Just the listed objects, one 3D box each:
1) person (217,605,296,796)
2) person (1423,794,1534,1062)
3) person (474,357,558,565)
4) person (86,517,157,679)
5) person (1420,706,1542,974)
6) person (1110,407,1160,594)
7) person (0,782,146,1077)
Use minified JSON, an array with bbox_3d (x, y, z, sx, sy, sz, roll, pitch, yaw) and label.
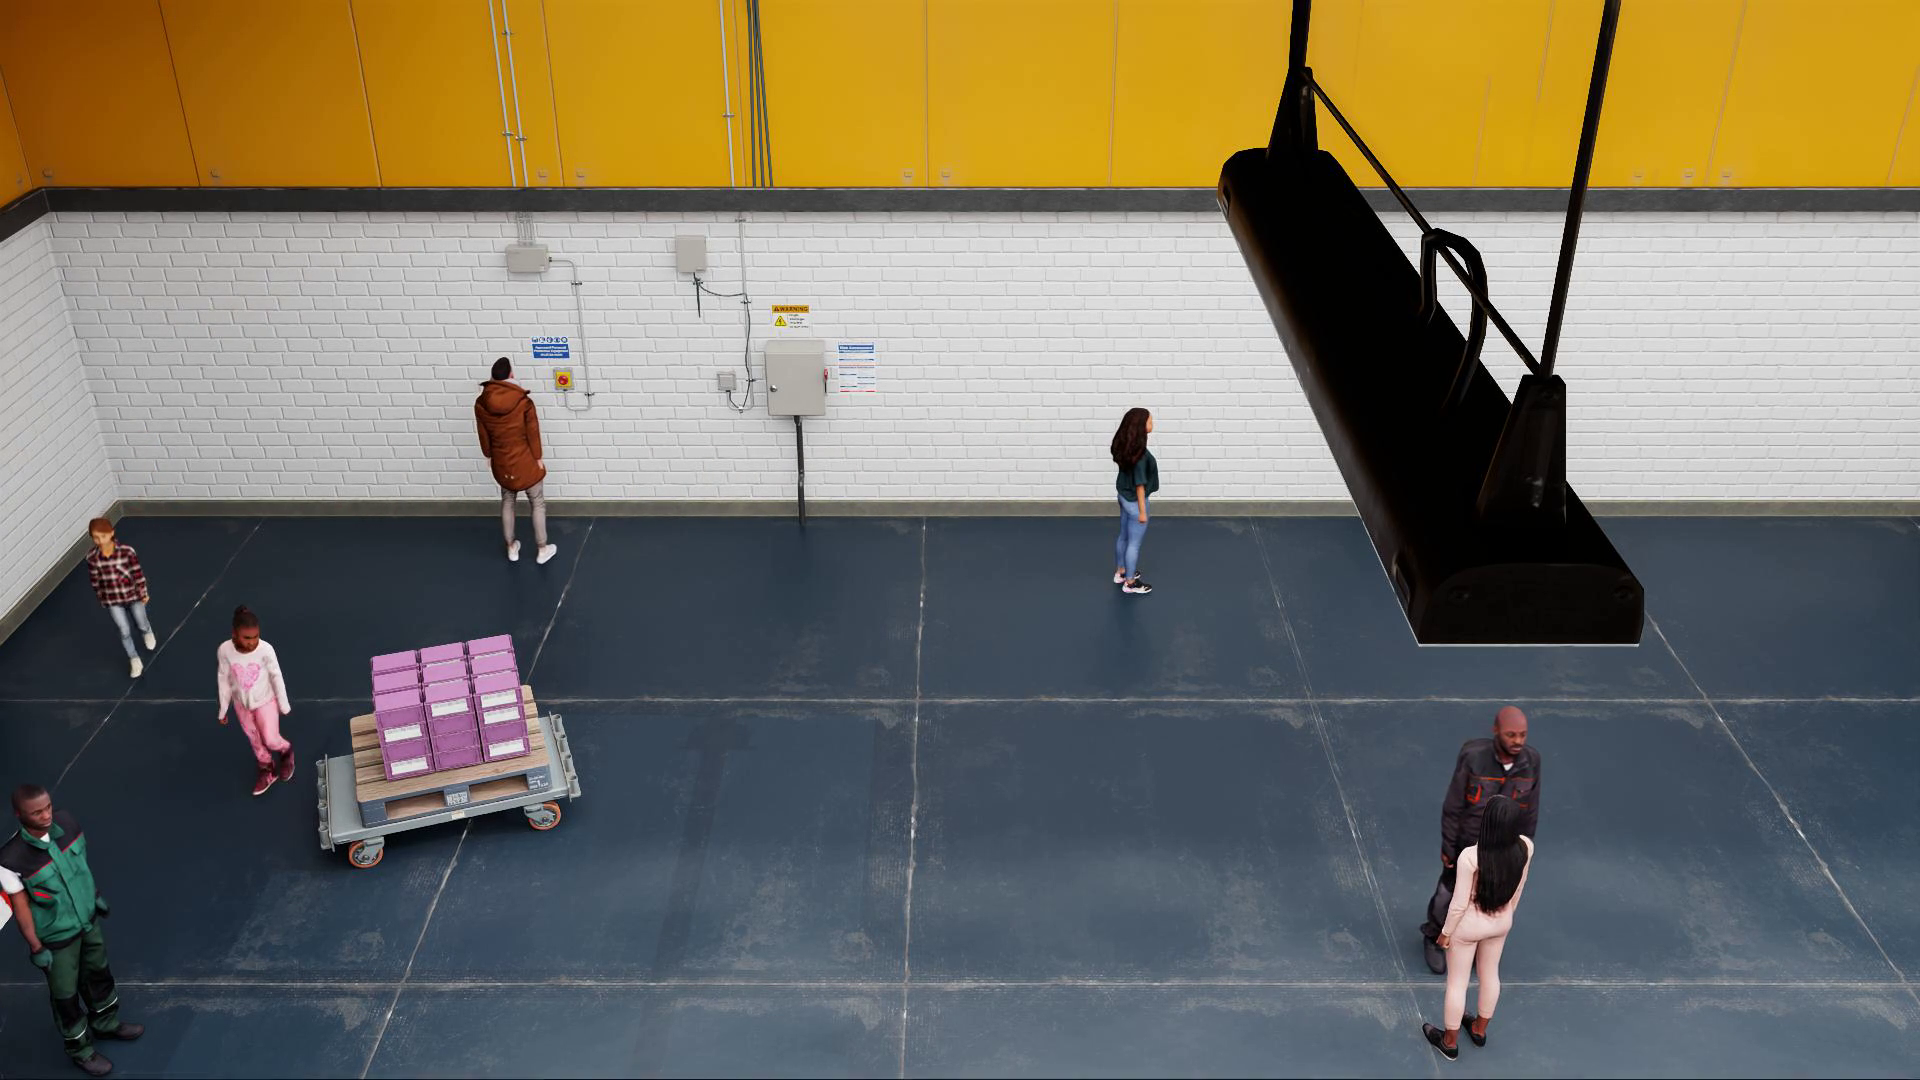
[{"bbox_3d":[-4.769,1.039,11.327,0.603,1.443,0.634,4,29,7],"label":"person"},{"bbox_3d":[2.840,2.103,9.085,0.690,1.721,0.653,-10,30,-18],"label":"person"},{"bbox_3d":[-3.750,-0.664,14.039,0.741,1.835,0.727,5,29,8],"label":"person"},{"bbox_3d":[-6.375,0.386,12.675,0.658,1.298,0.813,-8,30,-15],"label":"person"},{"bbox_3d":[3.052,1.718,9.692,0.690,1.817,0.571,1,29,2],"label":"person"},{"bbox_3d":[1.424,-0.336,13.667,0.722,1.617,0.613,-8,29,-13],"label":"person"},{"bbox_3d":[-4.863,2.076,9.011,0.799,1.840,0.625,6,29,12],"label":"person"}]
